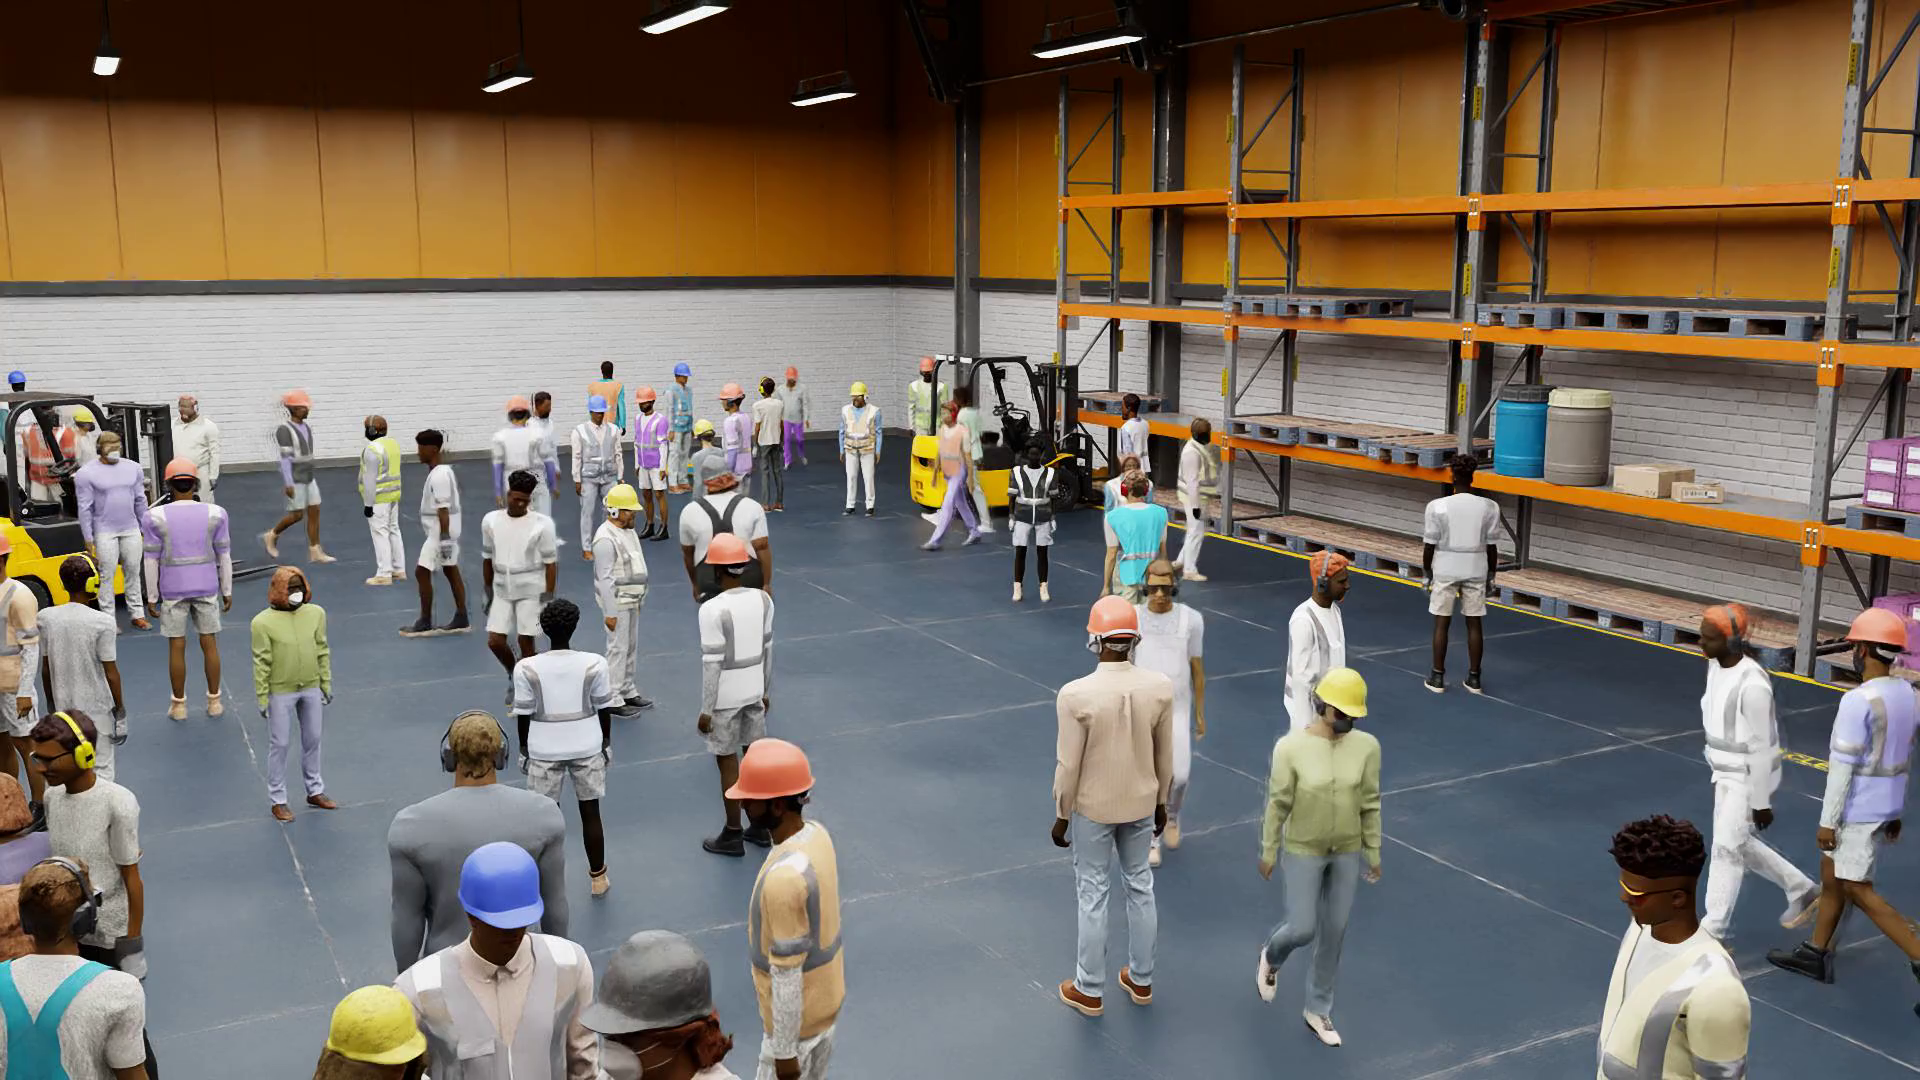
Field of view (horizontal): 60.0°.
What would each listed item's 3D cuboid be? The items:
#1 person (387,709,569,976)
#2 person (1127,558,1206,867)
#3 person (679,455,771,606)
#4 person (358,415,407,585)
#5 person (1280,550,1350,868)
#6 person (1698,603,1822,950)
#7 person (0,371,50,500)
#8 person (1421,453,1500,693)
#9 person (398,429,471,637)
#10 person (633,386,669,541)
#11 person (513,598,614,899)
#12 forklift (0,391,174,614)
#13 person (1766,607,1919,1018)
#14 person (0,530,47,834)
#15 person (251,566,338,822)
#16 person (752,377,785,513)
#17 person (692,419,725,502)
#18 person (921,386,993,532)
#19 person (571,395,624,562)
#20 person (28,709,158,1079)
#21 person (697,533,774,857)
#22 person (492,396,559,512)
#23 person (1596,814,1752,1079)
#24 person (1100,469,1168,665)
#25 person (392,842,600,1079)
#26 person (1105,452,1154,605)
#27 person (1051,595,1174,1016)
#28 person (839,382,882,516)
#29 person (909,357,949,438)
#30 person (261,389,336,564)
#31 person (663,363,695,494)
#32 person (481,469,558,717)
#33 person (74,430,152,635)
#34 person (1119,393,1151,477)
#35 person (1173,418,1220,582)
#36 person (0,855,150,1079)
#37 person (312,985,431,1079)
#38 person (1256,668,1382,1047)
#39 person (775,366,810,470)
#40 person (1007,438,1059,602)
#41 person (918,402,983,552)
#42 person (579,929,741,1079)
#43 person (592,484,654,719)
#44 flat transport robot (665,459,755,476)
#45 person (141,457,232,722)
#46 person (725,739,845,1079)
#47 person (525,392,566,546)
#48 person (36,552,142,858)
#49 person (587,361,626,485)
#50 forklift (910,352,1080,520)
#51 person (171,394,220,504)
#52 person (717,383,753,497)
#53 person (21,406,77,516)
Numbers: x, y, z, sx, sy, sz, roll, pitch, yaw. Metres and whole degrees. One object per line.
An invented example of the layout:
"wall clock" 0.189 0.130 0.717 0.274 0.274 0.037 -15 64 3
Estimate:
"person" -1.759 1.574 6.141 0.636 1.928 0.383 -5 11 -25
"person" 1.161 1.003 9.686 0.544 1.833 0.417 1 10 8
"person" -1.851 0.289 13.199 0.714 2.000 0.921 -1 10 -6
"person" -6.269 -0.436 17.992 0.429 1.833 0.626 1 10 7
"person" 2.068 0.990 9.637 0.358 1.880 0.575 6 12 31
"person" 4.040 1.216 8.397 0.744 1.857 0.595 1 10 5
"person" -13.005 -1.380 23.119 0.425 1.938 0.604 8 13 38
"person" 4.056 0.274 13.527 0.608 1.959 0.365 1 10 6
"person" -4.969 -0.063 15.499 0.779 1.938 0.651 -2 10 -12
"person" -3.855 -0.948 20.652 0.544 1.930 0.389 7 12 36
"person" -2.175 1.161 9.165 0.540 1.695 0.317 -3 10 -17
"forklift" -9.026 -0.363 16.508 1.214 2.155 2.313 6 11 29
"person" 4.390 1.282 7.919 0.562 1.900 0.884 -7 12 -35
"person" -5.856 0.868 10.162 0.544 1.938 0.356 5 11 25
"person" -4.217 0.961 10.524 0.276 1.627 0.498 8 13 40
"person" -2.641 -1.304 22.894 0.513 1.861 0.328 -9 13 -40
"person" -2.757 -0.438 18.180 0.329 1.765 0.526 6 11 29
"person" -0.028 -1.030 21.290 1.025 1.862 0.591 3 10 15
"person" -4.194 -0.718 19.296 0.612 1.939 0.419 -6 12 -33
"person" -3.355 1.558 6.445 0.525 1.857 0.344 5 11 26
"person" -1.358 0.916 9.897 0.377 1.933 0.552 8 12 38
"person" -4.794 -0.596 18.423 0.623 1.982 1.066 1 10 6
"person" 2.074 1.760 4.966 0.387 1.958 0.600 0 10 0
"person" 1.409 0.349 13.410 0.563 1.847 0.389 -4 11 -22
"person" -1.324 1.796 4.828 0.605 1.939 0.416 -6 11 -30
"person" 1.668 -0.050 16.354 0.517 1.625 0.386 -1 10 -4
"person" 0.715 1.243 7.837 0.619 1.994 0.381 -4 11 -23
"person" -1.356 -1.228 22.532 0.601 1.830 0.404 2 10 12
"person" -0.468 -1.720 24.813 0.621 2.032 0.432 2 10 13
"person" -7.615 -0.719 19.055 0.765 2.028 0.619 2 10 12
"person" -4.141 -1.660 24.694 0.409 1.943 0.615 5 11 25
"person" -3.411 0.412 12.795 0.649 1.932 0.427 2 10 11
"person" -7.928 -0.073 15.615 0.379 1.931 0.635 8 12 37
"person" 2.041 -0.769 19.636 0.391 1.920 0.587 5 11 29
"person" 2.557 -0.441 18.109 0.531 1.803 0.717 3 10 19
"person" -2.619 1.833 4.921 0.501 1.839 0.347 0 10 -1
"person" -1.499 1.982 4.342 0.323 1.736 0.488 5 11 27
"person" 1.640 1.409 7.607 0.551 1.735 0.482 -2 10 -12
"person" -2.765 -2.041 27.567 0.596 1.716 0.717 0 10 2
"person" 0.746 -0.206 17.034 0.534 1.698 0.318 0 10 -2
"person" -0.090 -0.771 20.026 0.996 1.794 0.596 -6 12 -32
"person" -0.732 1.899 3.931 0.537 2.000 0.683 -8 13 -40
"person" -2.603 0.469 12.815 0.403 1.817 0.601 1 10 7
"flat transport robot" -4.066 -1.162 26.643 1.431 0.197 0.652 1 10 7
"person" -5.907 0.375 12.740 0.613 2.033 0.411 -7 12 -33
"person" -0.605 1.626 5.837 0.390 1.927 0.561 2 10 10
"person" -5.047 -0.858 20.254 0.861 1.879 0.615 3 10 17
"person" -5.066 0.999 9.641 0.510 1.861 0.324 1 10 8
"person" -5.416 -1.788 25.549 0.587 1.910 0.392 2 10 9
"forklift" 0.460 -1.461 22.833 2.313 2.155 1.214 -5 11 -28
"person" -9.082 -0.769 19.664 0.643 1.913 0.410 0 10 3
"person" -2.661 -0.833 19.653 0.395 2.042 0.611 2 10 14
"person" -10.619 -0.747 19.490 0.624 1.933 0.815 0 10 0
